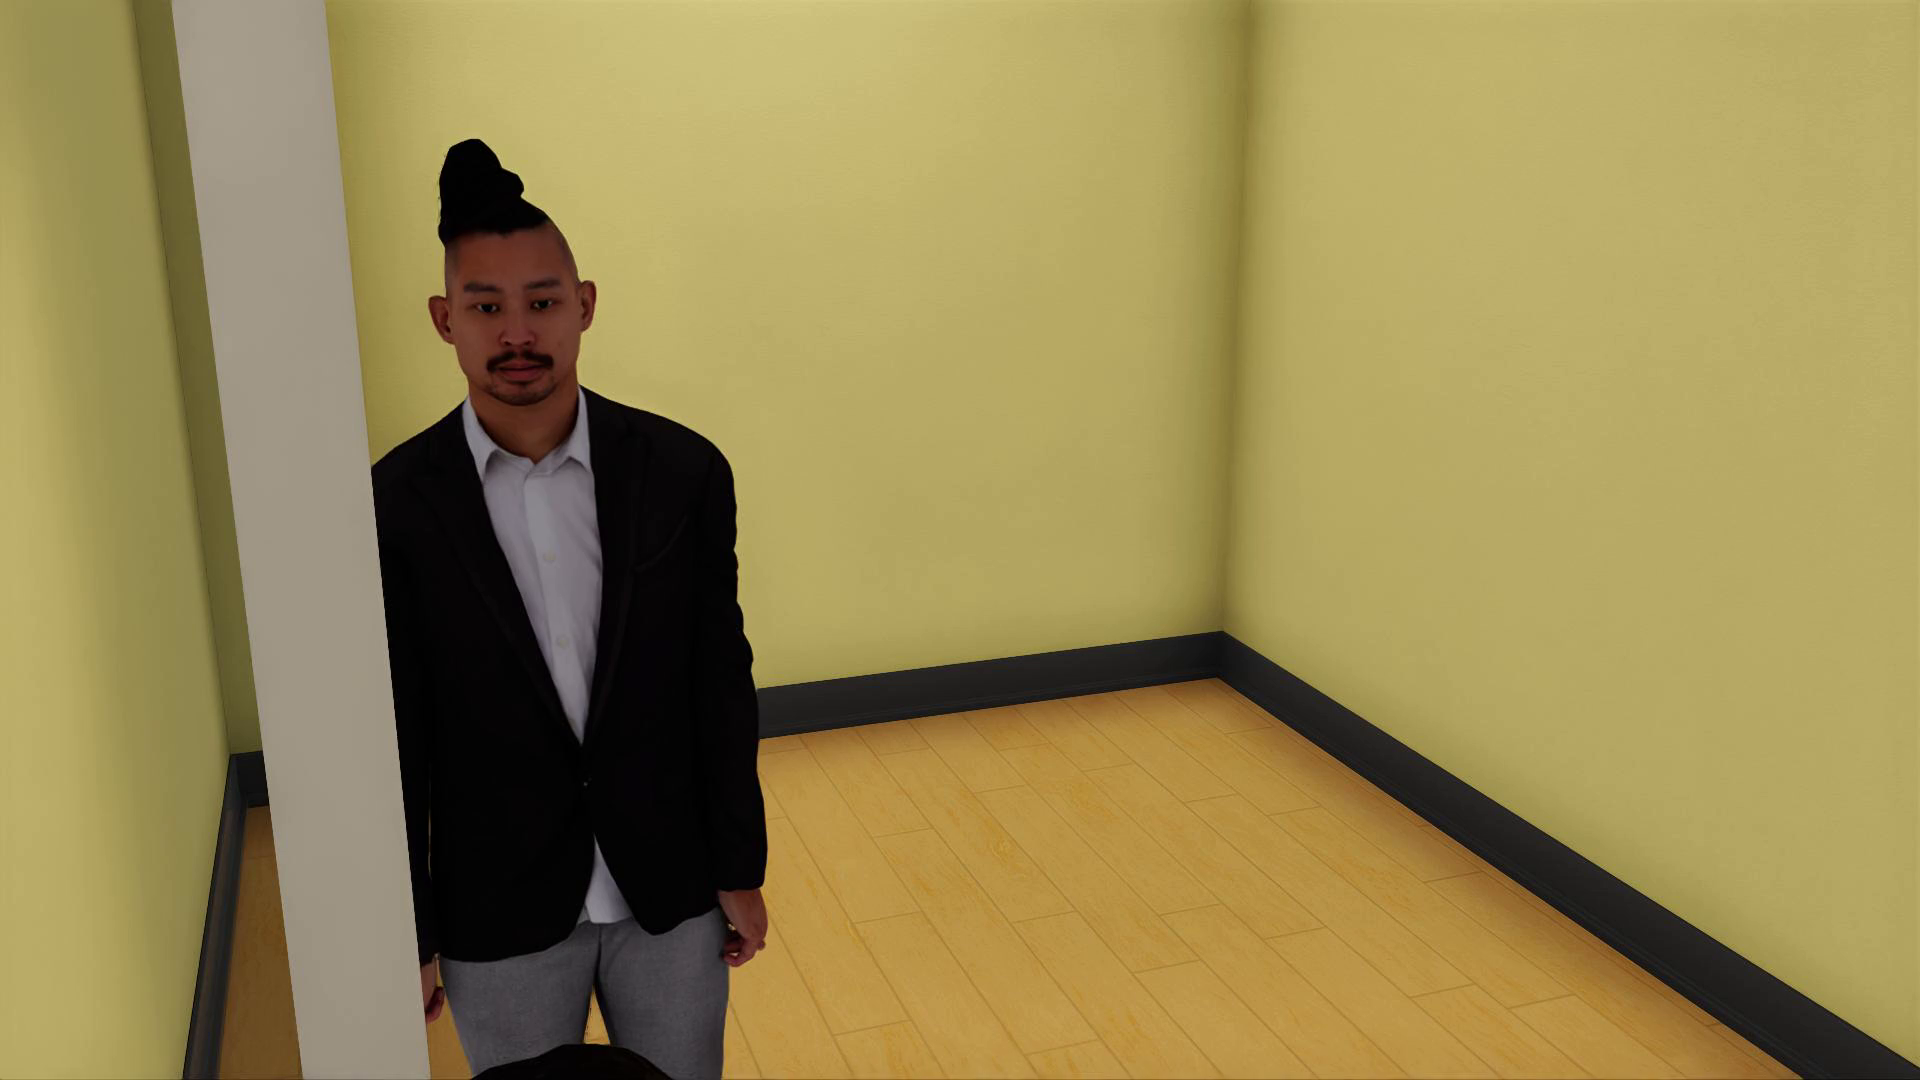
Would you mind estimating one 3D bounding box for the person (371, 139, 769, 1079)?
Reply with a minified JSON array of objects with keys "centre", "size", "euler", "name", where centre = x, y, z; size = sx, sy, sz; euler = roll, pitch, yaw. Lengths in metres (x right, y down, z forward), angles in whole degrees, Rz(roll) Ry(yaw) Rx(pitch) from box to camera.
[{"centre":[-0.547,0.433,2.349],"size":[0.512,1.947,0.766],"euler":[-6,17,-22],"name":"person"}]
